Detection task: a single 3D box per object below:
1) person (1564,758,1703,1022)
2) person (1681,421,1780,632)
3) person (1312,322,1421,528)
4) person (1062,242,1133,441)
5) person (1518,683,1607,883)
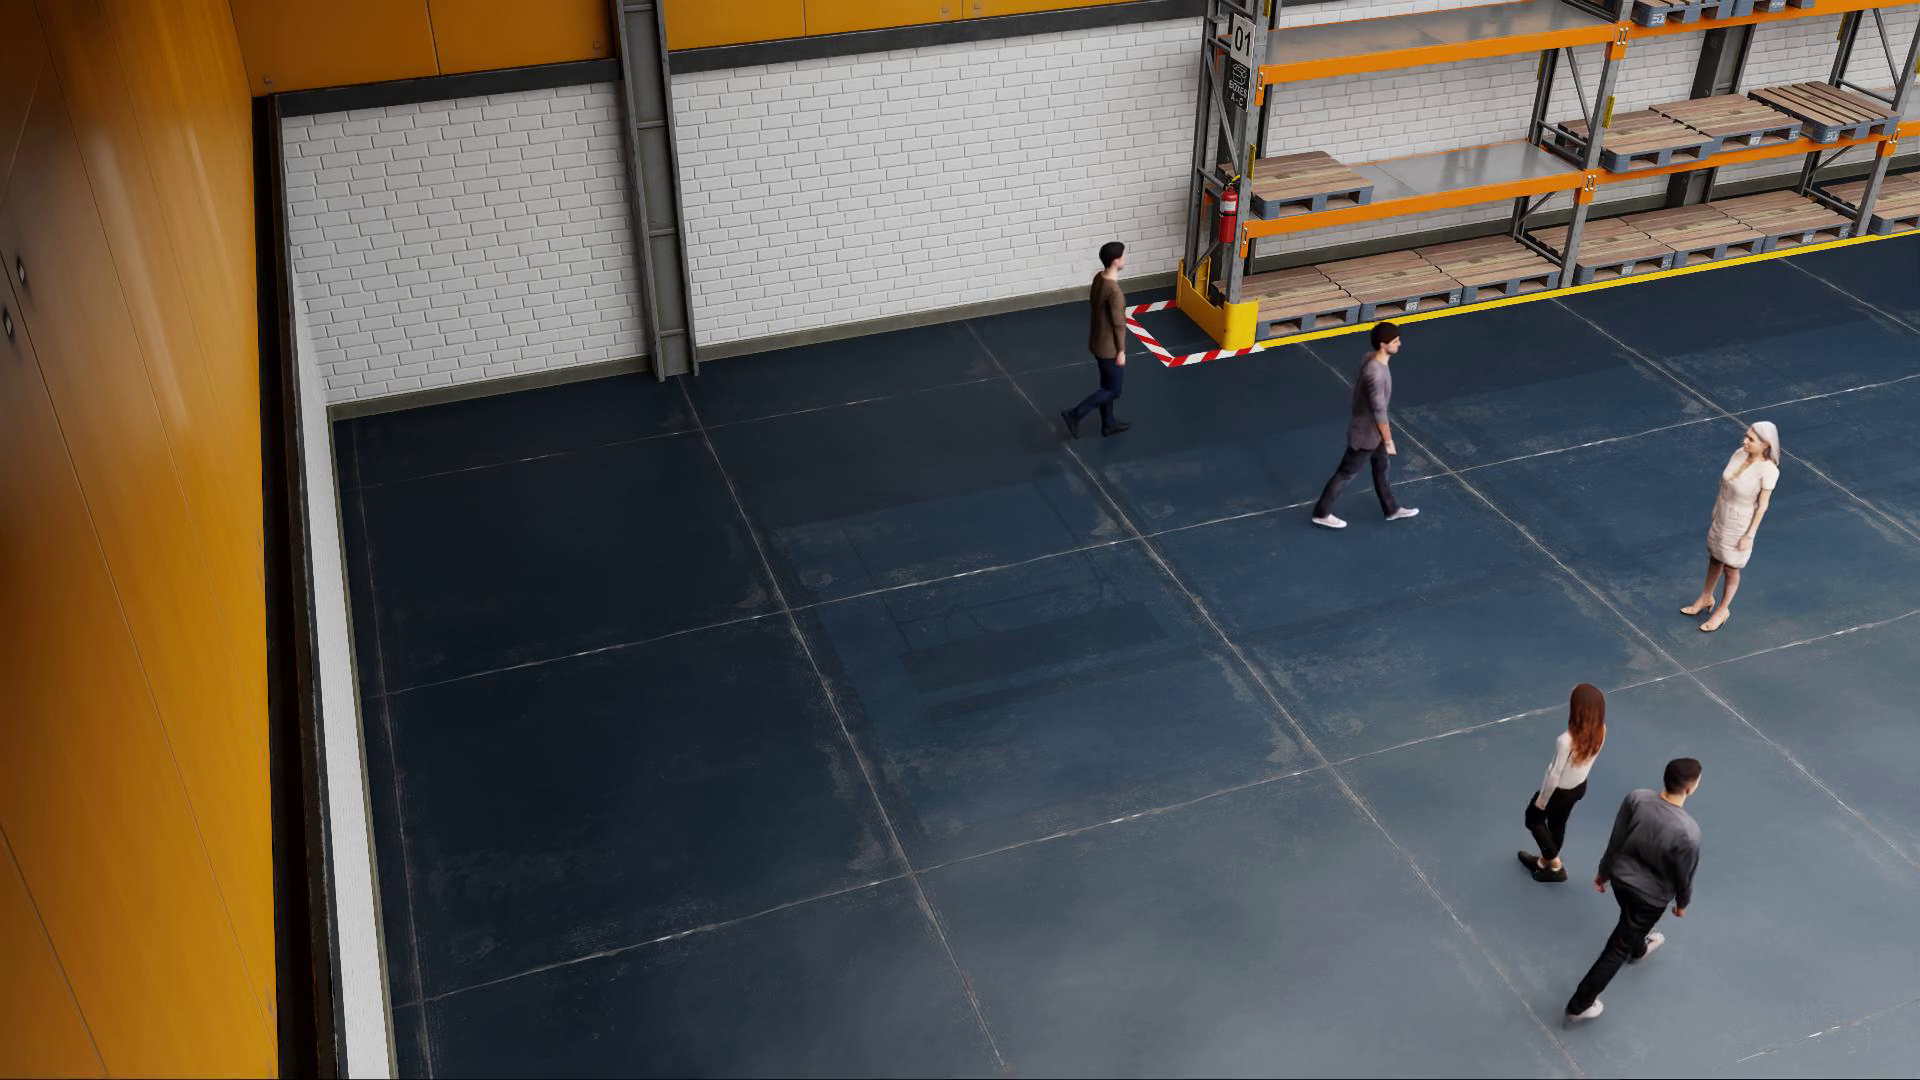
[{"bbox_3d":[3.689,1.961,9.158,1.214,1.710,0.794,-19,38,-26],"label":"person"},{"bbox_3d":[5.709,-0.110,12.249,0.564,1.736,0.613,-8,34,-12],"label":"person"},{"bbox_3d":[3.165,-0.885,13.344,1.214,1.815,1.063,8,34,12],"label":"person"},{"bbox_3d":[1.224,-1.690,14.503,0.951,1.872,0.706,-8,34,-12],"label":"person"},{"bbox_3d":[3.686,1.525,10.024,0.608,1.477,0.689,-19,38,-26],"label":"person"}]
